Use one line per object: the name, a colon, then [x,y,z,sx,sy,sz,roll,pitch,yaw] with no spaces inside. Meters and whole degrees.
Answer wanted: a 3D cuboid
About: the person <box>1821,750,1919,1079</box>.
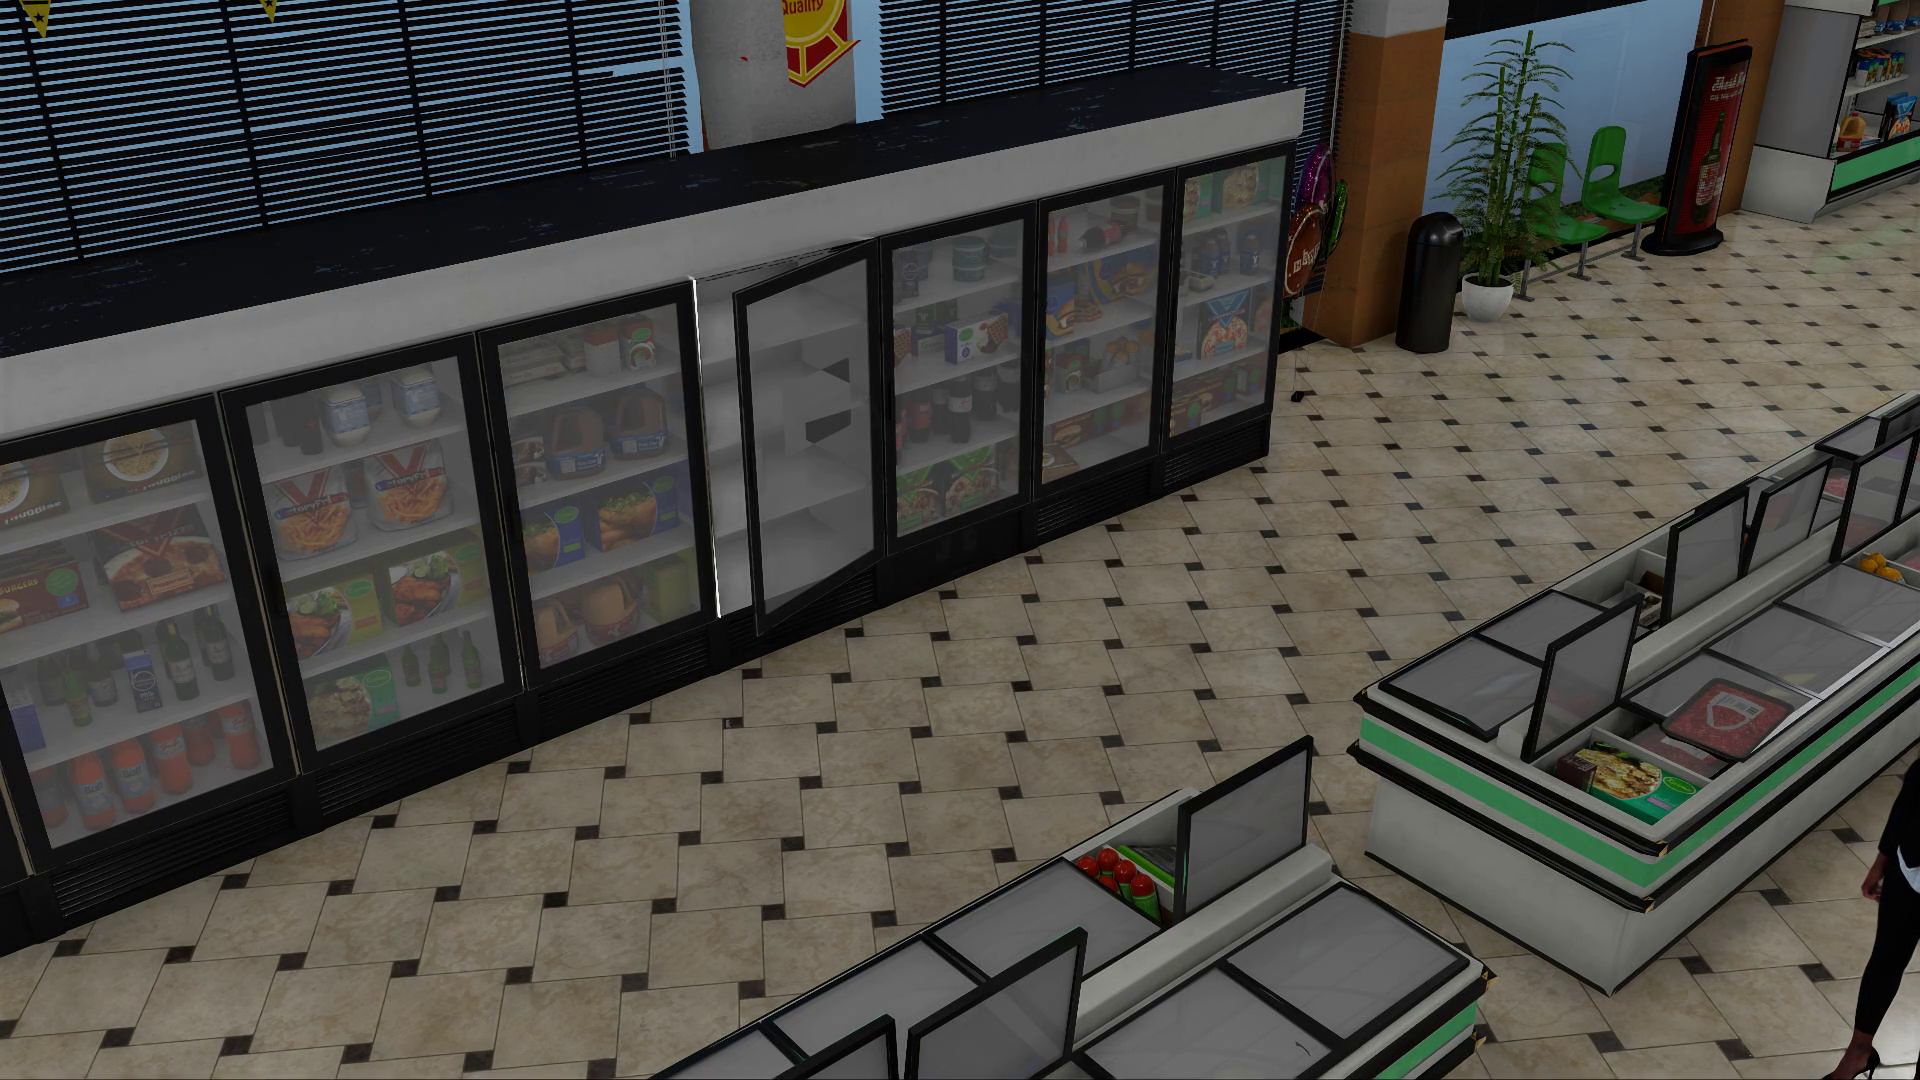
person: [3.095,1.119,5.233,0.611,1.834,0.648,-11,29,-21]
